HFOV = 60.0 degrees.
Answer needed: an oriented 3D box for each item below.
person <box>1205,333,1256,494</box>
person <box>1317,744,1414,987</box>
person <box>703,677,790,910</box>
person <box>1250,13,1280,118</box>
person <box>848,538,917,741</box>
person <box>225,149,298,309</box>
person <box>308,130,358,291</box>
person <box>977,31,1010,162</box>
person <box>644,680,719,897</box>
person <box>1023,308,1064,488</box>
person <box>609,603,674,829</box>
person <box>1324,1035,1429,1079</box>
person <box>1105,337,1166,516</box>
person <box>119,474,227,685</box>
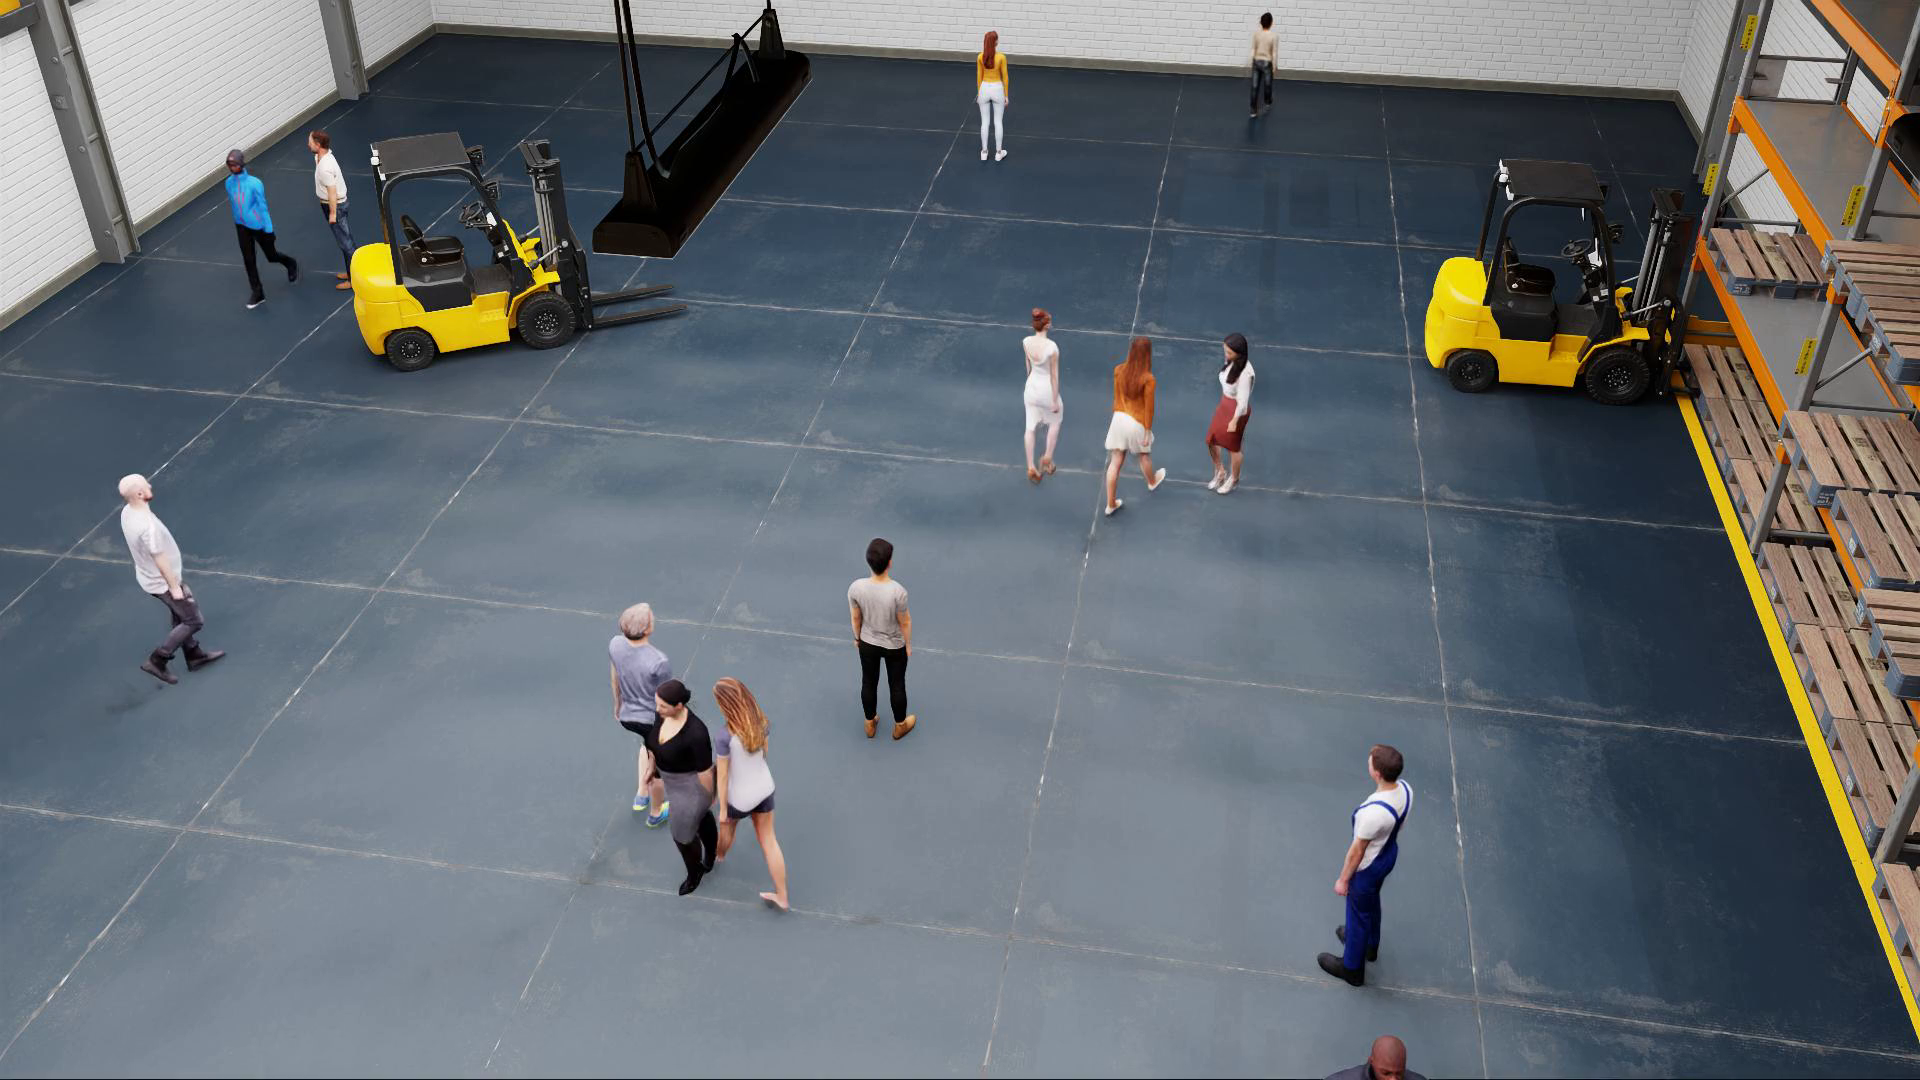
[{"bbox_3d":[2.559,-1.134,15.125,0.829,1.727,0.715,-8,34,-12],"label":"person"},{"bbox_3d":[2.541,2.030,10.255,0.811,1.849,0.722,28,43,35],"label":"person"},{"bbox_3d":[-1.324,1.727,10.889,1.125,1.651,1.124,29,43,36],"label":"person"},{"bbox_3d":[4.330,-6.801,23.910,0.695,1.439,0.975,13,36,18],"label":"person"},{"bbox_3d":[-0.578,0.745,12.311,0.610,1.713,0.532,8,34,11],"label":"person"},{"bbox_3d":[-7.893,-3.556,18.725,0.625,1.775,1.055,7,34,10],"label":"person"},{"bbox_3d":[-7.119,-3.793,19.008,0.809,1.855,0.669,-9,35,-13],"label":"person"},{"bbox_3d":[0.428,-5.992,22.414,0.587,1.750,0.526,6,34,9],"label":"person"},{"bbox_3d":[-1.712,1.574,11.040,0.874,1.738,0.813,-21,39,-28],"label":"person"},{"bbox_3d":[0.678,-1.279,15.296,0.738,1.779,0.786,25,41,32],"label":"person"},{"bbox_3d":[-2.189,1.266,11.385,0.776,1.870,0.787,20,38,27],"label":"person"},{"bbox_3d":[2.087,3.150,8.598,0.850,1.817,0.960,-1,34,-2],"label":"person"},{"bbox_3d":[1.486,-0.985,14.943,0.877,1.681,1.126,20,38,27],"label":"person"},{"bbox_3d":[-6.222,0.329,12.836,1.018,1.824,0.951,-23,40,-30],"label":"person"}]
